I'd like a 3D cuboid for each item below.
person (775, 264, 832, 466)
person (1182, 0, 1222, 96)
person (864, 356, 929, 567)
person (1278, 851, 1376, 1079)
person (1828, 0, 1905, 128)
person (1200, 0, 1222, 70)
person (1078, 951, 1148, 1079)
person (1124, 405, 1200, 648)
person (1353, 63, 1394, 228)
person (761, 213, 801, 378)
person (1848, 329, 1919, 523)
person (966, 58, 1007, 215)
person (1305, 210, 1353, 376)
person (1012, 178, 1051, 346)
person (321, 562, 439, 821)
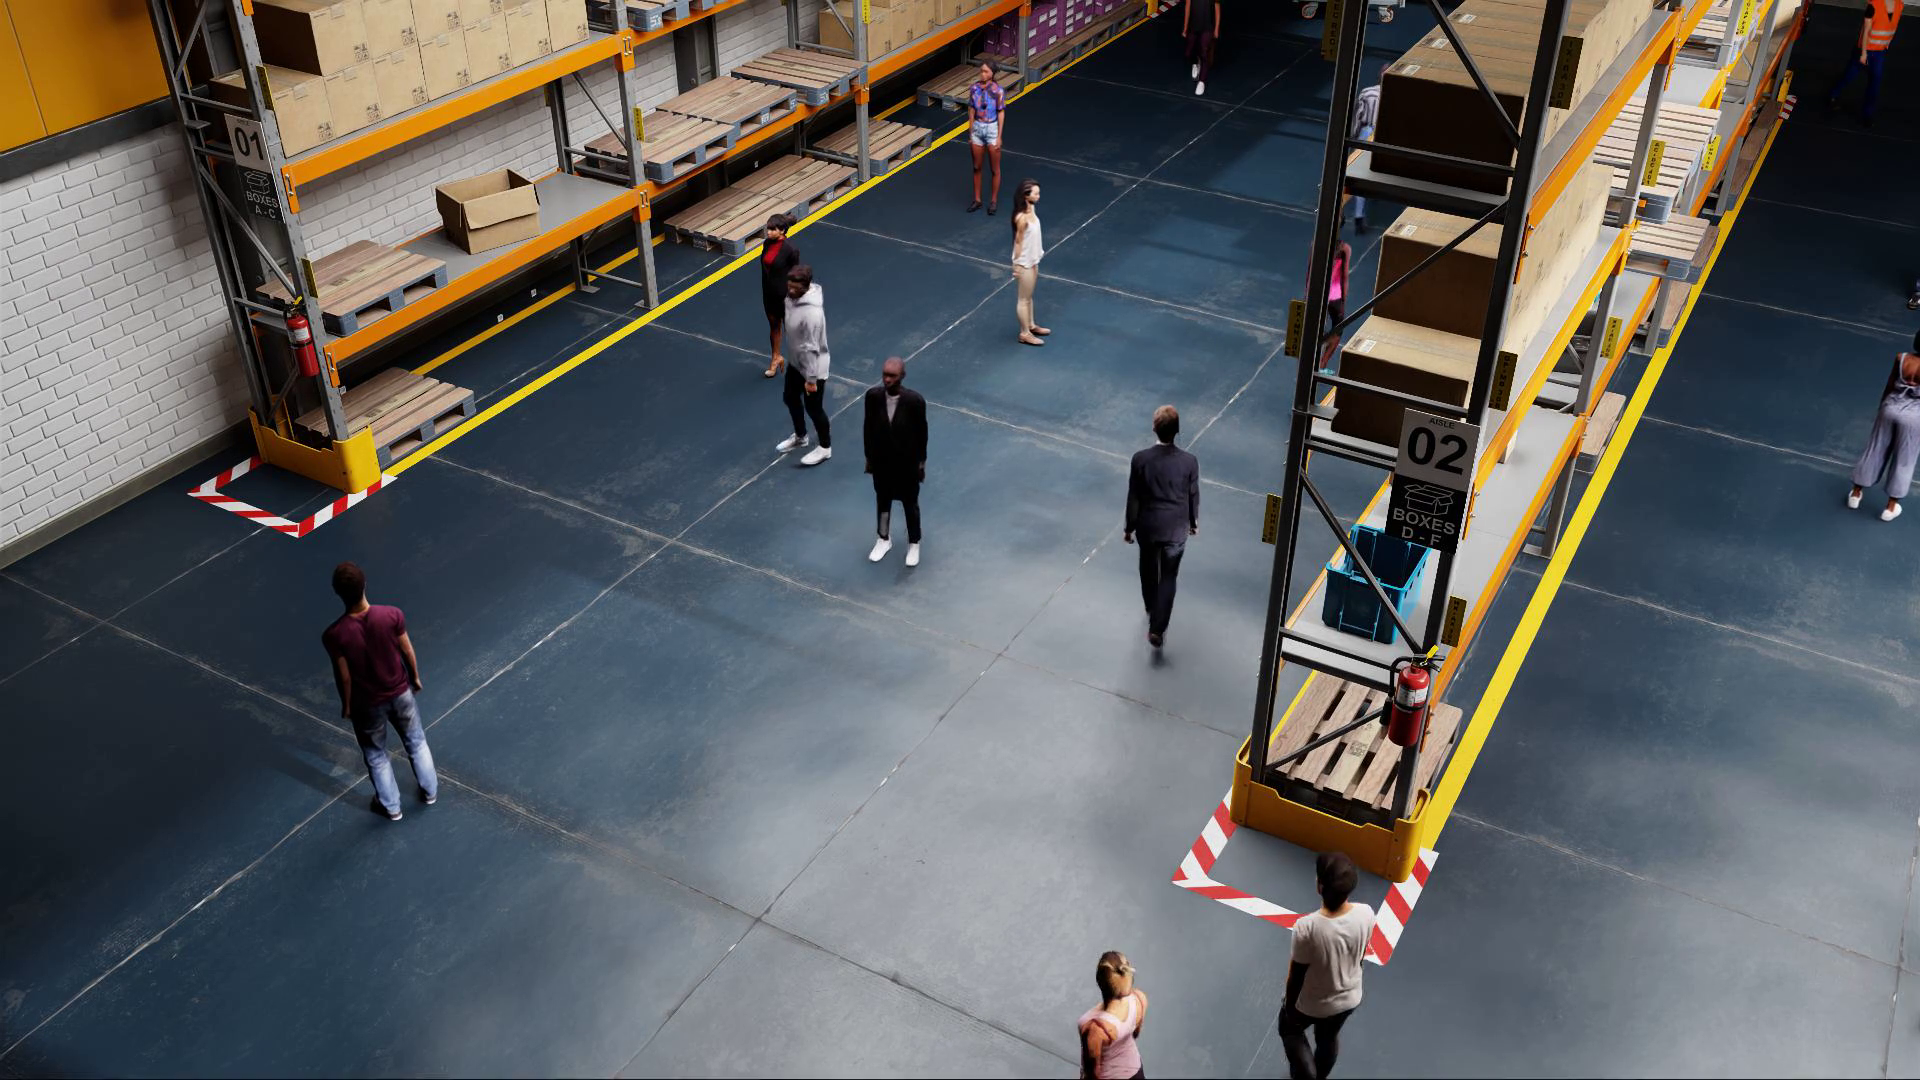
[{"bbox_3d":[-1.240,-1.487,13.885,0.867,1.898,0.887,-11,35,-16],"label":"person"},{"bbox_3d":[3.218,-6.866,22.094,0.764,1.769,0.973,10,35,15],"label":"person"},{"bbox_3d":[-0.476,-0.614,12.696,0.705,1.761,0.649,8,34,12],"label":"person"},{"bbox_3d":[1.862,2.313,8.340,0.828,1.707,0.887,-9,35,-14],"label":"person"},{"bbox_3d":[11.496,-6.255,21.117,1.133,1.833,1.333,-3,34,-5],"label":"person"},{"bbox_3d":[3.458,-7.389,22.901,0.736,1.747,0.605,4,34,5],"label":"person"},{"bbox_3d":[0.783,2.619,7.940,1.039,1.641,0.935,-20,38,-27],"label":"person"},{"bbox_3d":[1.432,-0.084,11.872,0.813,1.791,1.158,10,35,15],"label":"person"},{"bbox_3d":[4.512,-4.283,18.241,0.837,1.732,1.288,9,35,14],"label":"person"},{"bbox_3d":[-1.642,-2.209,15.205,0.577,1.640,0.635,21,39,29],"label":"person"},{"bbox_3d":[7.528,-0.962,13.278,0.586,1.696,0.629,-29,43,-36],"label":"person"},{"bbox_3d":[0.310,-4.519,18.588,0.631,1.741,0.593,14,36,21],"label":"person"},{"bbox_3d":[3.277,-2.163,15.068,0.581,1.715,0.604,20,38,27],"label":"person"},{"bbox_3d":[0.623,-2.673,15.893,0.672,1.651,0.614,-5,34,-8],"label":"person"},{"bbox_3d":[-3.584,0.940,10.280,0.647,1.847,0.797,-21,39,-29],"label":"person"}]
